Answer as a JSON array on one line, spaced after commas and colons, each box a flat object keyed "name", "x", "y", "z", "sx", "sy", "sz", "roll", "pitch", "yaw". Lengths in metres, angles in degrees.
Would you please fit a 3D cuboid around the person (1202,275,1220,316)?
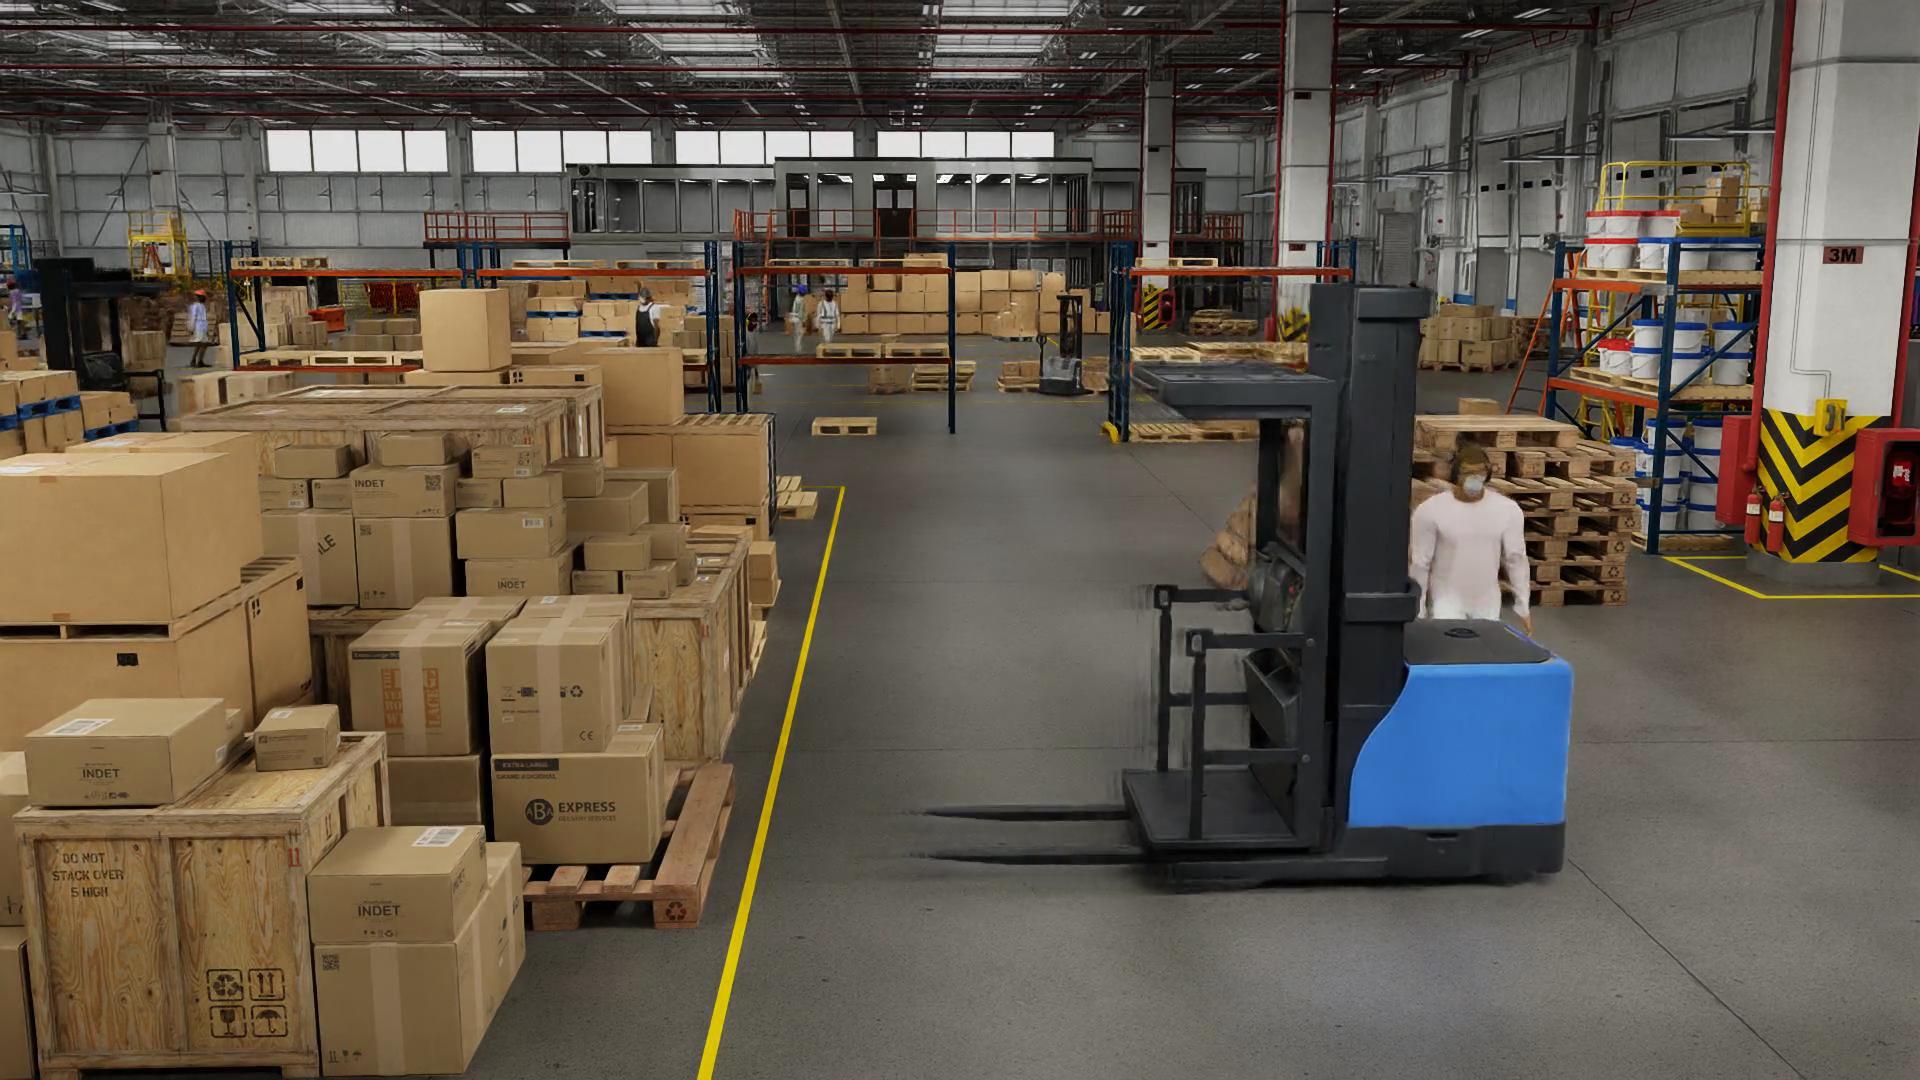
[{"name": "person", "x": 9.697, "y": -9.320, "z": 63.991, "sx": 0.509, "sy": 1.791, "sz": 0.955, "roll": -8, "pitch": 13, "yaw": -36}]

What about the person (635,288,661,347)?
[{"name": "person", "x": -6.957, "y": -4.593, "z": 36.909, "sx": 0.694, "sy": 2.000, "sz": 0.536, "roll": 6, "pitch": 12, "yaw": 32}]

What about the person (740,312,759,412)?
[{"name": "person", "x": -3.490, "y": -2.865, "z": 27.777, "sx": 0.326, "sy": 1.865, "sz": 0.518, "roll": 2, "pitch": 10, "yaw": 9}]

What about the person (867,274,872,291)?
[{"name": "person", "x": -3.351, "y": -8.487, "z": 58.929, "sx": 0.542, "sy": 1.928, "sz": 0.400, "roll": -3, "pitch": 11, "yaw": -16}]

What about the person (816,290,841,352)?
[{"name": "person", "x": -3.219, "y": -5.307, "z": 41.456, "sx": 0.599, "sy": 1.833, "sz": 0.968, "roll": -8, "pitch": 13, "yaw": -37}]

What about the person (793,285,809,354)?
[{"name": "person", "x": -4.234, "y": -5.801, "z": 44.051, "sx": 0.494, "sy": 1.901, "sz": 0.757, "roll": -1, "pitch": 10, "yaw": -6}]

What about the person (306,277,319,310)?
[{"name": "person", "x": -24.955, "y": -9.282, "z": 63.994, "sx": 0.502, "sy": 1.697, "sz": 0.909, "roll": -1, "pitch": 10, "yaw": -7}]

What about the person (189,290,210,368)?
[{"name": "person", "x": -18.362, "y": -5.082, "z": 40.116, "sx": 0.391, "sy": 1.872, "sz": 0.696, "roll": -1, "pitch": 10, "yaw": -3}]

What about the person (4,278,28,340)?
[{"name": "person", "x": -29.176, "y": -7.075, "z": 51.107, "sx": 0.900, "sy": 1.899, "sz": 0.563, "roll": -10, "pitch": 14, "yaw": -44}]

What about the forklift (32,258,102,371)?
[{"name": "forklift", "x": -11.244, "y": -2.174, "z": 21.092, "sx": 1.873, "sy": 2.768, "sz": 1.129, "roll": 0, "pitch": 10, "yaw": -2}]

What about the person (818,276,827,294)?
[{"name": "person", "x": -4.683, "y": -8.157, "z": 57.244, "sx": 0.466, "sy": 1.872, "sz": 0.585, "roll": -1, "pitch": 10, "yaw": -8}]

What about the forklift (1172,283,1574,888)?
[{"name": "forklift", "x": 1.924, "y": 0.162, "z": 8.077, "sx": 1.873, "sy": 2.768, "sz": 1.129, "roll": 0, "pitch": 10, "yaw": -2}]

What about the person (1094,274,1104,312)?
[{"name": "person", "x": 4.901, "y": -8.281, "z": 57.838, "sx": 0.393, "sy": 1.910, "sz": 0.584, "roll": -6, "pitch": 12, "yaw": -30}]

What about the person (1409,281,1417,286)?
[{"name": "person", "x": 14.002, "y": -7.120, "z": 51.616, "sx": 0.638, "sy": 1.826, "sz": 0.681, "roll": 2, "pitch": 10, "yaw": 9}]

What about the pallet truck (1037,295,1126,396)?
[{"name": "pallet truck", "x": 2.483, "y": -3.881, "z": 33.060, "sx": 1.885, "sy": 1.965, "sz": 0.823, "roll": -7, "pitch": 13, "yaw": -36}]

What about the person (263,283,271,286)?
[{"name": "person", "x": -20.905, "y": -6.875, "z": 50.324, "sx": 0.590, "sy": 1.795, "sz": 0.896, "roll": 1, "pitch": 10, "yaw": 7}]

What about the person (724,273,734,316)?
[{"name": "person", "x": -7.666, "y": -7.954, "z": 55.795, "sx": 0.471, "sy": 1.977, "sz": 0.627, "roll": -2, "pitch": 10, "yaw": -12}]

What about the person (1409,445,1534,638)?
[{"name": "person", "x": 2.913, "y": 0.400, "z": 9.526, "sx": 0.648, "sy": 1.887, "sz": 1.011, "roll": 0, "pitch": 10, "yaw": -2}]
